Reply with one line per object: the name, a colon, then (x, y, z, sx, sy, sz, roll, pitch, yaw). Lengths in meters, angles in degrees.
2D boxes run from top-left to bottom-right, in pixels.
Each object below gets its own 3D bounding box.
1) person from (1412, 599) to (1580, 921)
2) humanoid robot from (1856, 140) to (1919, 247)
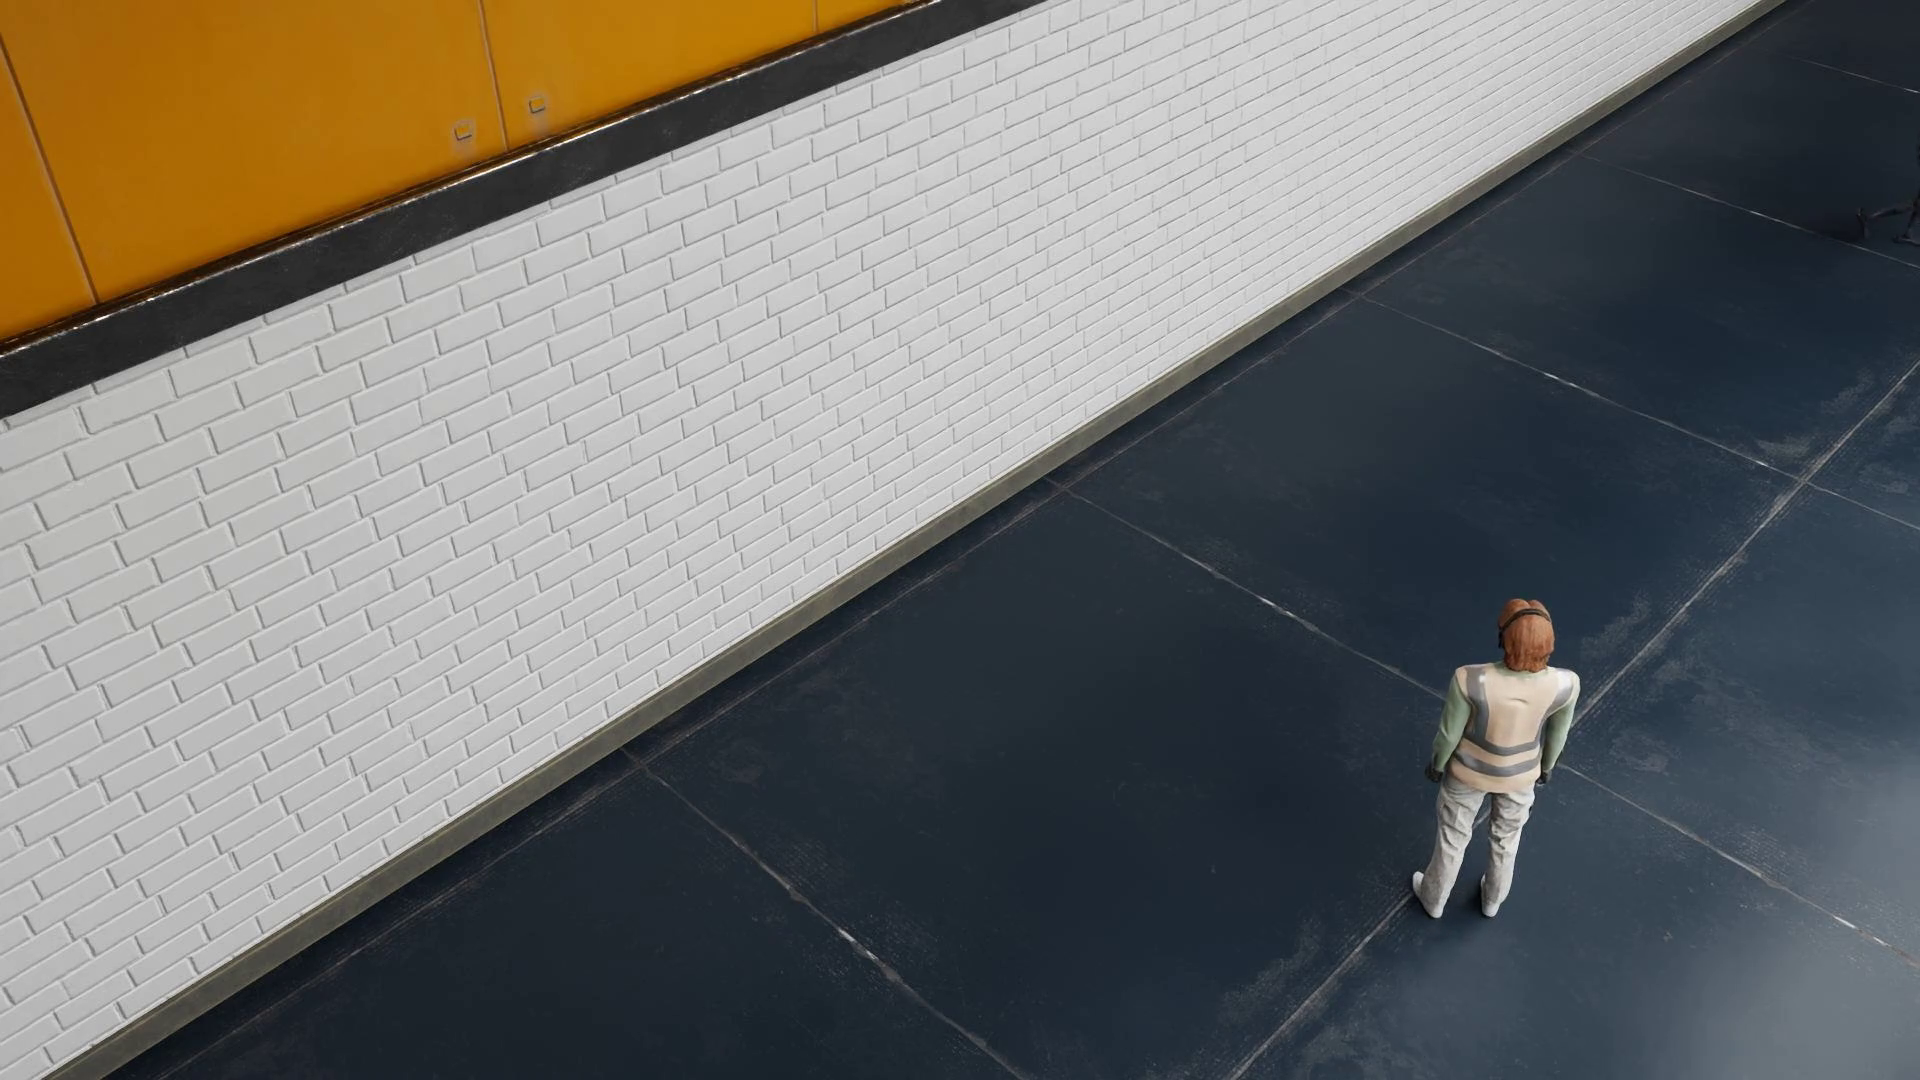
person: (2.132, 0.918, 6.675, 0.522, 1.636, 0.308, 1, 39, 1)
humanoid robot: (6.551, -2.749, 11.237, 0.555, 1.643, 0.600, 15, 41, 18)
